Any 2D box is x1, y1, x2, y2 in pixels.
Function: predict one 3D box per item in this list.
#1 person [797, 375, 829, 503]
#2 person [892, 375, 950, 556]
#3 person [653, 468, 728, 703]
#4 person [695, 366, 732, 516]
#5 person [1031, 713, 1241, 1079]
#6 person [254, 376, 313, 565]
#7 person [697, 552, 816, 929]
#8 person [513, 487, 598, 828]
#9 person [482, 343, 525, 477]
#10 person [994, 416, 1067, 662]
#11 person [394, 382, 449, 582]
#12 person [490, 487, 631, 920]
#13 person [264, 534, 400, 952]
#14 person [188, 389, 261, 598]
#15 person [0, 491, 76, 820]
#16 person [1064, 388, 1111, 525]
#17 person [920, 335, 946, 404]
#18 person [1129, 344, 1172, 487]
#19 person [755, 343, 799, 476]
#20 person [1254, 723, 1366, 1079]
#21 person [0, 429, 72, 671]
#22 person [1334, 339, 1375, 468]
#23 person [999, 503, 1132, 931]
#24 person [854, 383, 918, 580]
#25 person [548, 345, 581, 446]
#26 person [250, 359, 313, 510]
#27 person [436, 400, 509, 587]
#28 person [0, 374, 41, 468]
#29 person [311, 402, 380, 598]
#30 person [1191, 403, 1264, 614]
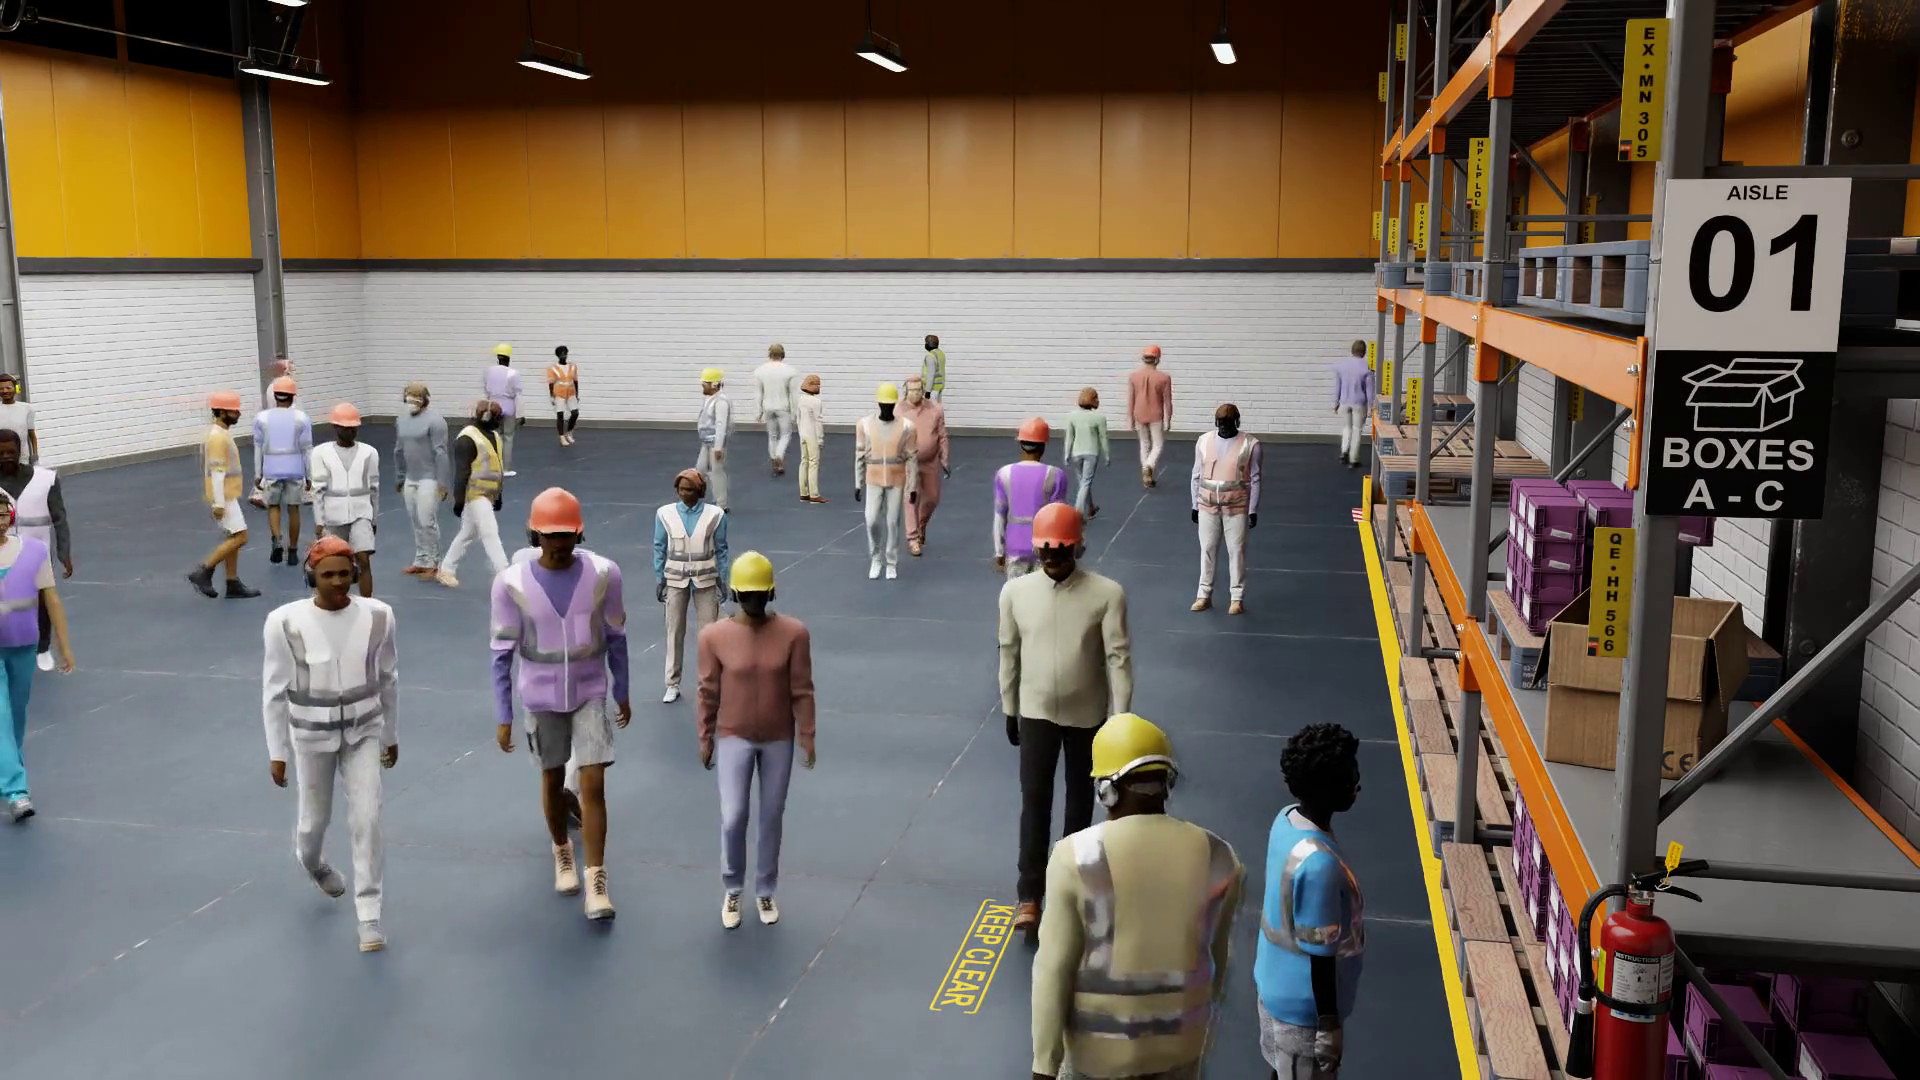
[{"bbox_3d":[-1.891,-1.285,21.183,0.285,1.631,0.501,-7,12,-36],"label":"person"},{"bbox_3d":[-0.450,-0.812,17.573,0.668,1.885,0.789,-4,10,-20],"label":"person"},{"bbox_3d":[-1.862,0.313,11.538,0.512,1.638,0.312,-1,9,-6],"label":"person"},{"bbox_3d":[-2.953,-1.176,19.956,0.430,1.817,0.627,-4,10,-23],"label":"person"},{"bbox_3d":[0.459,1.376,4.741,0.619,1.769,0.913,-2,10,-13],"label":"person"},{"bbox_3d":[-6.781,-0.681,16.697,0.571,1.914,0.485,-3,10,-16],"label":"person"},{"bbox_3d":[-0.918,0.917,7.578,0.526,1.752,0.449,-3,10,-16],"label":"person"},{"bbox_3d":[-2.133,0.654,8.853,0.503,1.852,0.459,1,9,5],"label":"person"},{"bbox_3d":[-6.510,-1.855,23.778,0.619,1.909,0.424,2,10,12],"label":"person"},{"bbox_3d":[0.509,0.056,12.244,0.550,1.921,0.622,3,10,20],"label":"person"},{"bbox_3d":[-5.182,-0.561,15.981,0.725,1.914,0.372,7,11,35],"label":"person"},{"bbox_3d":[-1.835,0.762,7.711,0.637,2.003,0.931,-3,10,-18],"label":"person"},{"bbox_3d":[-2.858,0.873,7.548,0.605,1.859,0.812,-6,11,-32],"label":"person"},{"bbox_3d":[-6.635,-0.399,14.980,0.512,1.923,0.552,-4,10,-22],"label":"person"},{"bbox_3d":[-5.220,0.623,9.150,0.922,1.800,0.596,8,13,41],"label":"person"},{"bbox_3d":[1.513,-0.987,19.529,0.524,1.584,0.870,6,11,33],"label":"person"},{"bbox_3d":[-0.473,-2.566,28.278,0.429,1.840,0.635,3,10,17],"label":"person"},{"bbox_3d":[2.545,-1.653,22.400,0.622,1.971,0.689,4,10,24],"label":"person"},{"bbox_3d":[-2.616,-1.837,23.635,0.634,1.925,0.648,2,10,11],"label":"person"},{"bbox_3d":[1.049,1.372,4.983,0.316,1.695,0.542,0,9,0],"label":"person"},{"bbox_3d":[-6.819,0.120,12.100,0.605,1.849,1.007,-6,11,-31],"label":"person"},{"bbox_3d":[5.895,-2.022,24.749,0.656,1.922,0.445,8,12,39],"label":"person"},{"bbox_3d":[0.474,0.800,7.664,0.628,1.939,1.004,1,10,7],"label":"person"},{"bbox_3d":[-0.707,-0.555,15.946,0.620,1.906,0.520,0,9,0],"label":"person"},{"bbox_3d":[-6.599,-2.402,27.735,0.557,1.682,0.372,-7,11,-35],"label":"person"},{"bbox_3d":[-8.405,-1.314,20.677,0.983,1.867,0.660,-7,12,-36],"label":"person"},{"bbox_3d":[-4.522,-0.418,15.555,0.974,1.781,0.678,1,10,8],"label":"person"},{"bbox_3d":[-10.157,-0.850,17.844,0.521,1.873,0.328,-5,11,-28],"label":"person"},{"bbox_3d":[-5.160,-0.221,13.997,0.545,1.901,0.959,-4,10,-25],"label":"person"},{"bbox_3d":[2.301,-0.275,14.482,0.621,1.841,0.429,4,10,24],"label":"person"}]
